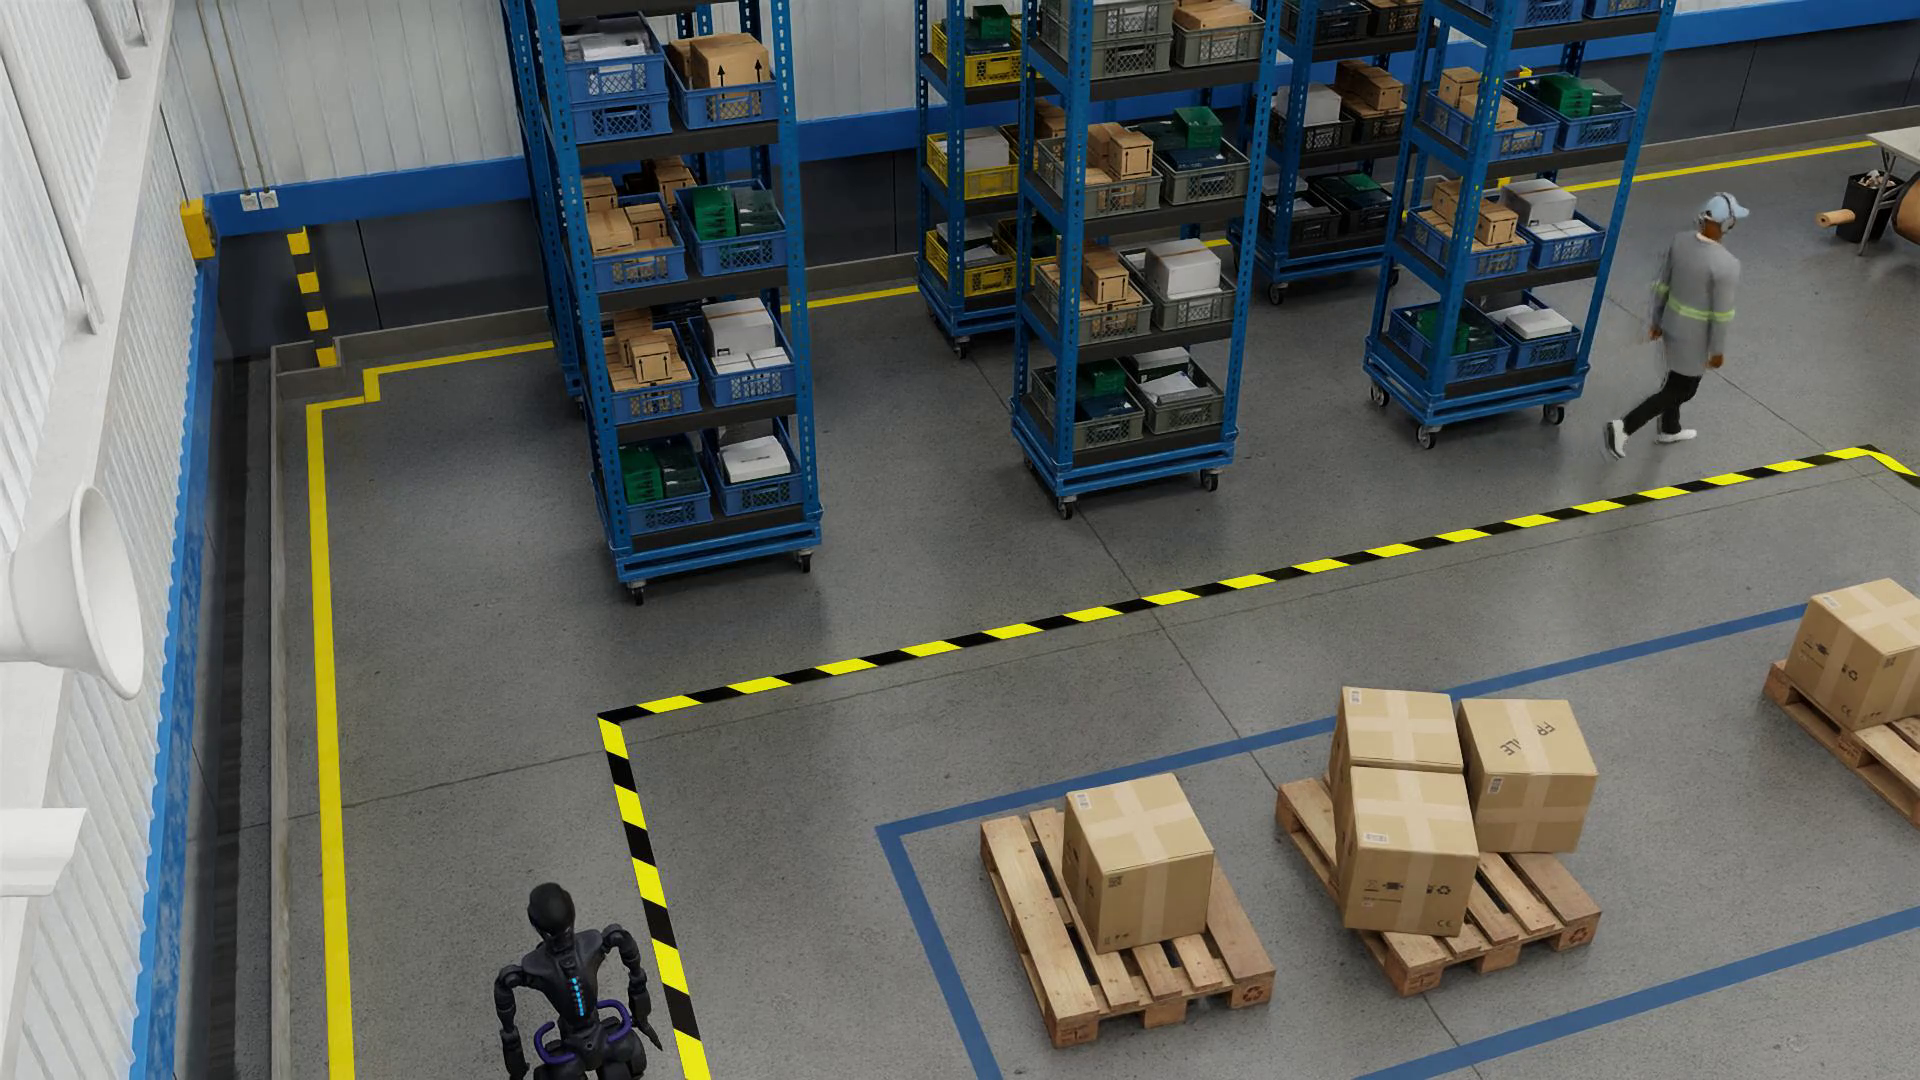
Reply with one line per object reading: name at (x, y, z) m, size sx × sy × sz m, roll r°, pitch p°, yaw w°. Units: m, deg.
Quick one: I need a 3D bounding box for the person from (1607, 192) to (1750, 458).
person at (4.605, -1.345, 10.610) m, size 0.745 × 1.827 × 0.591 m, roll -7°, pitch 36°, yaw -10°

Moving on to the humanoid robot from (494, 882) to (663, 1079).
humanoid robot at (-1.394, 1.892, 6.137) m, size 0.599 × 1.659 × 0.315 m, roll -18°, pitch 39°, yaw -23°
